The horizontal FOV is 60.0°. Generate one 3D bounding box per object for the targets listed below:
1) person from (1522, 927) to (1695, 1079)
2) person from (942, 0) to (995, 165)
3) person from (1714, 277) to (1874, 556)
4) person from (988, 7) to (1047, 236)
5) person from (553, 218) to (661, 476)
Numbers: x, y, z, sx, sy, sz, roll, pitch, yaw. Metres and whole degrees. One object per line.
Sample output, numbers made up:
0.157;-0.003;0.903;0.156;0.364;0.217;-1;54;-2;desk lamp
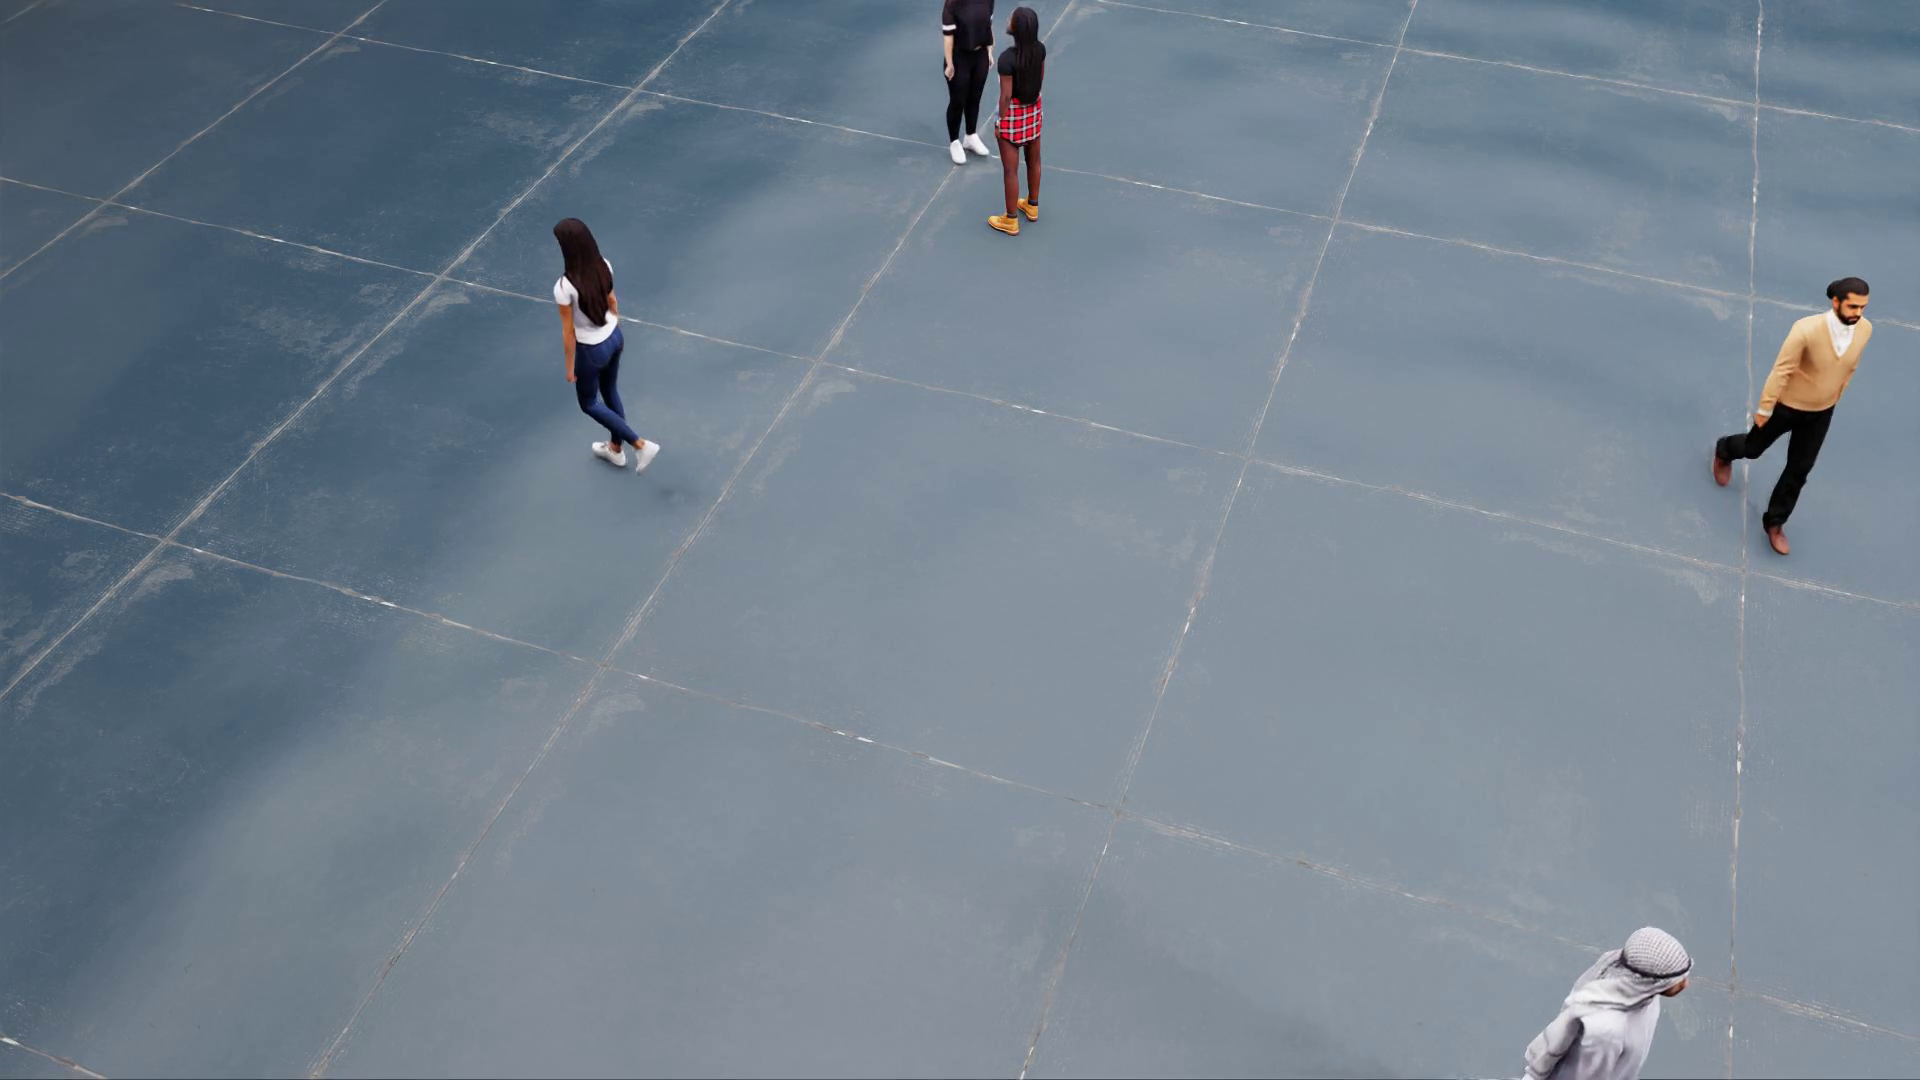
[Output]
2.319;2.071;6.472;1.353;1.886;1.006;31;51;29;person
0.063;-3.725;12.860;0.714;1.639;0.754;-25;48;-24;person
4.843;-0.829;9.688;1.161;1.735;1.026;-2;43;-2;person
0.434;-3.050;12.075;0.725;1.725;0.700;34;53;31;person
-2.103;-1.104;9.964;0.891;1.760;0.721;22;47;22;person
